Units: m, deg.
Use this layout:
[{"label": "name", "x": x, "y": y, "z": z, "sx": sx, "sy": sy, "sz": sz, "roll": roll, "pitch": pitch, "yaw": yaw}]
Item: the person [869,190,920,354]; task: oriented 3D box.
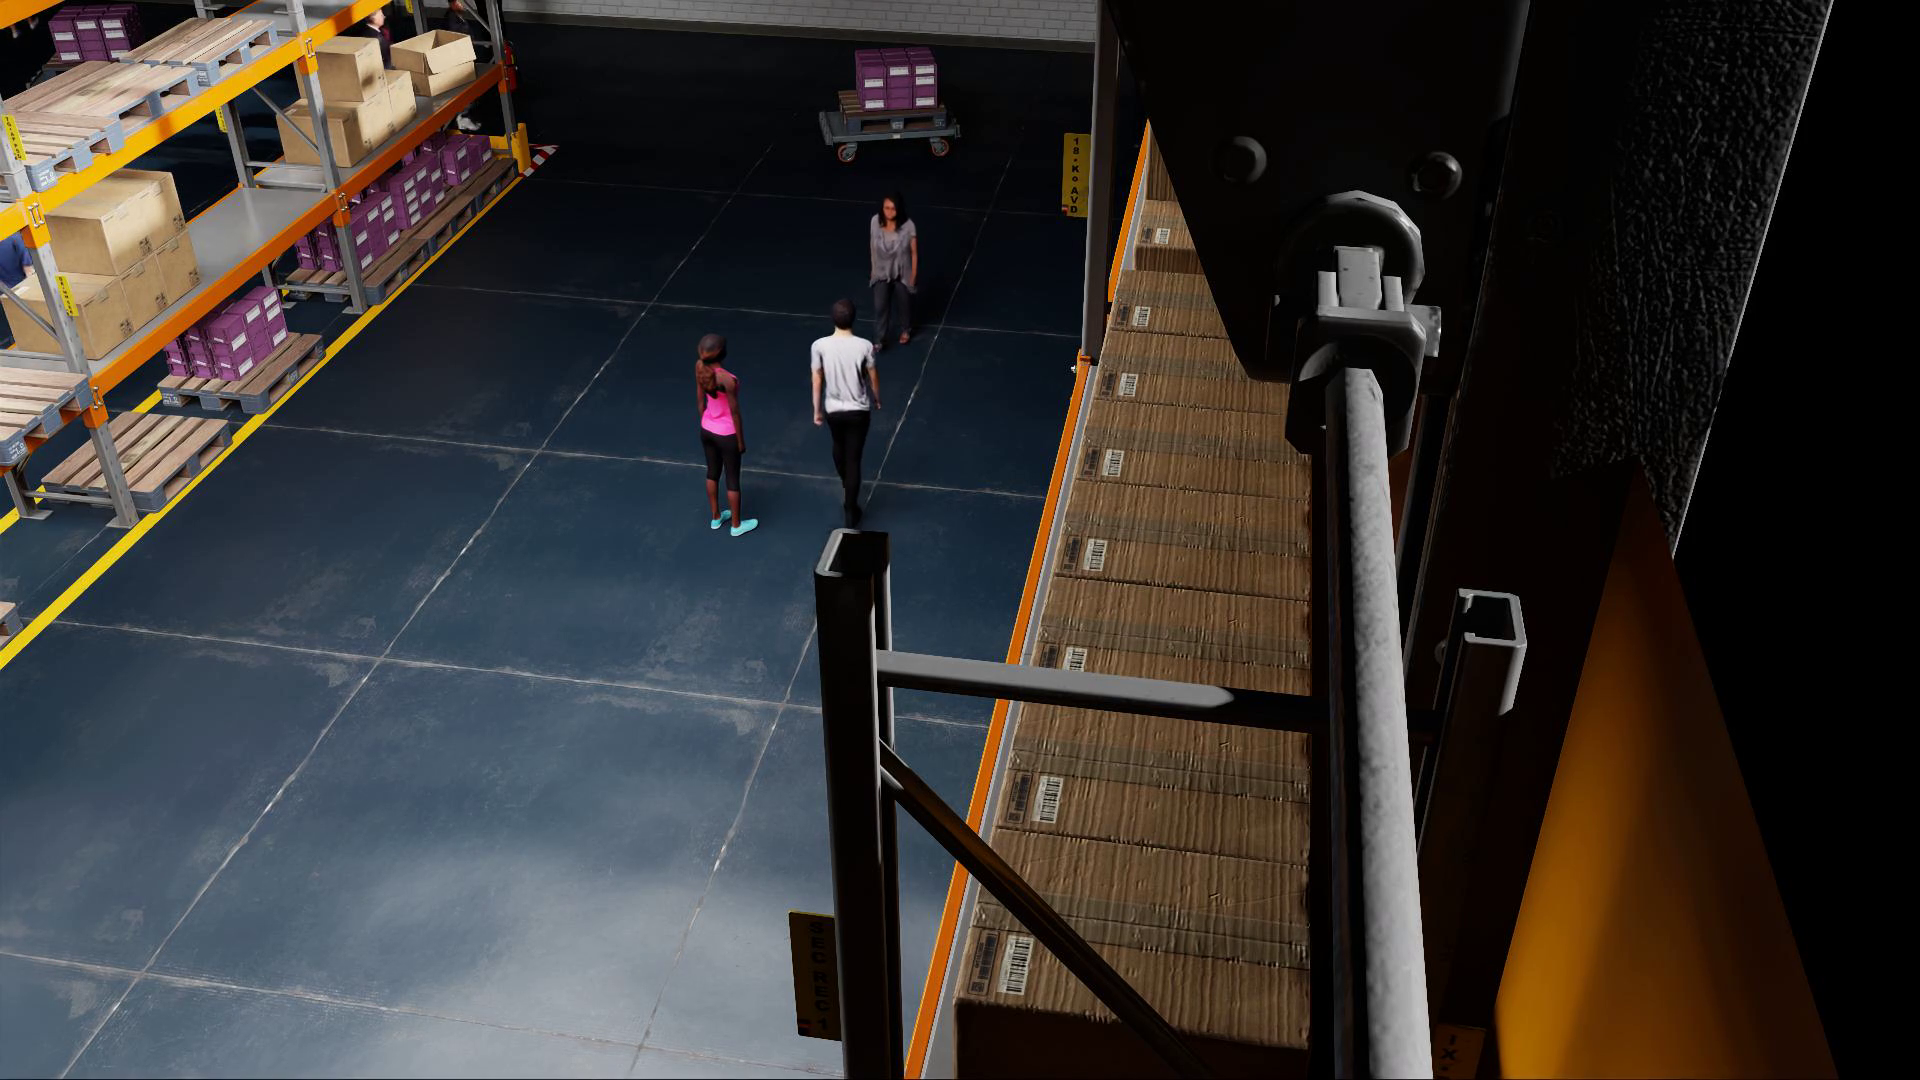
[{"label": "person", "x": -0.598, "y": -2.604, "z": 15.796, "sx": 0.663, "sy": 1.582, "sz": 0.818, "roll": 8, "pitch": 34, "yaw": 11}]

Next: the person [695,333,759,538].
[{"label": "person", "x": -1.877, "y": -0.827, "z": 12.995, "sx": 0.652, "sy": 1.722, "sz": 0.681, "roll": 23, "pitch": 40, "yaw": 31}]

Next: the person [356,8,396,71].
[{"label": "person", "x": -7.042, "y": -5.498, "z": 19.975, "sx": 1.109, "sy": 1.774, "sz": 1.293, "roll": 25, "pitch": 41, "yaw": 32}]

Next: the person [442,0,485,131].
[{"label": "person", "x": -6.265, "y": -5.918, "z": 20.594, "sx": 0.927, "sy": 1.789, "sz": 0.729, "roll": -6, "pitch": 34, "yaw": -9}]

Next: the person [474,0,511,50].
[{"label": "person", "x": -6.714, "y": -7.798, "z": 23.578, "sx": 0.716, "sy": 1.617, "sz": 0.721, "roll": -4, "pitch": 34, "yaw": -6}]

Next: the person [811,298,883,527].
[{"label": "person", "x": -0.904, "y": -0.963, "z": 13.101, "sx": 0.662, "sy": 1.833, "sz": 1.032, "roll": 6, "pitch": 34, "yaw": 8}]
